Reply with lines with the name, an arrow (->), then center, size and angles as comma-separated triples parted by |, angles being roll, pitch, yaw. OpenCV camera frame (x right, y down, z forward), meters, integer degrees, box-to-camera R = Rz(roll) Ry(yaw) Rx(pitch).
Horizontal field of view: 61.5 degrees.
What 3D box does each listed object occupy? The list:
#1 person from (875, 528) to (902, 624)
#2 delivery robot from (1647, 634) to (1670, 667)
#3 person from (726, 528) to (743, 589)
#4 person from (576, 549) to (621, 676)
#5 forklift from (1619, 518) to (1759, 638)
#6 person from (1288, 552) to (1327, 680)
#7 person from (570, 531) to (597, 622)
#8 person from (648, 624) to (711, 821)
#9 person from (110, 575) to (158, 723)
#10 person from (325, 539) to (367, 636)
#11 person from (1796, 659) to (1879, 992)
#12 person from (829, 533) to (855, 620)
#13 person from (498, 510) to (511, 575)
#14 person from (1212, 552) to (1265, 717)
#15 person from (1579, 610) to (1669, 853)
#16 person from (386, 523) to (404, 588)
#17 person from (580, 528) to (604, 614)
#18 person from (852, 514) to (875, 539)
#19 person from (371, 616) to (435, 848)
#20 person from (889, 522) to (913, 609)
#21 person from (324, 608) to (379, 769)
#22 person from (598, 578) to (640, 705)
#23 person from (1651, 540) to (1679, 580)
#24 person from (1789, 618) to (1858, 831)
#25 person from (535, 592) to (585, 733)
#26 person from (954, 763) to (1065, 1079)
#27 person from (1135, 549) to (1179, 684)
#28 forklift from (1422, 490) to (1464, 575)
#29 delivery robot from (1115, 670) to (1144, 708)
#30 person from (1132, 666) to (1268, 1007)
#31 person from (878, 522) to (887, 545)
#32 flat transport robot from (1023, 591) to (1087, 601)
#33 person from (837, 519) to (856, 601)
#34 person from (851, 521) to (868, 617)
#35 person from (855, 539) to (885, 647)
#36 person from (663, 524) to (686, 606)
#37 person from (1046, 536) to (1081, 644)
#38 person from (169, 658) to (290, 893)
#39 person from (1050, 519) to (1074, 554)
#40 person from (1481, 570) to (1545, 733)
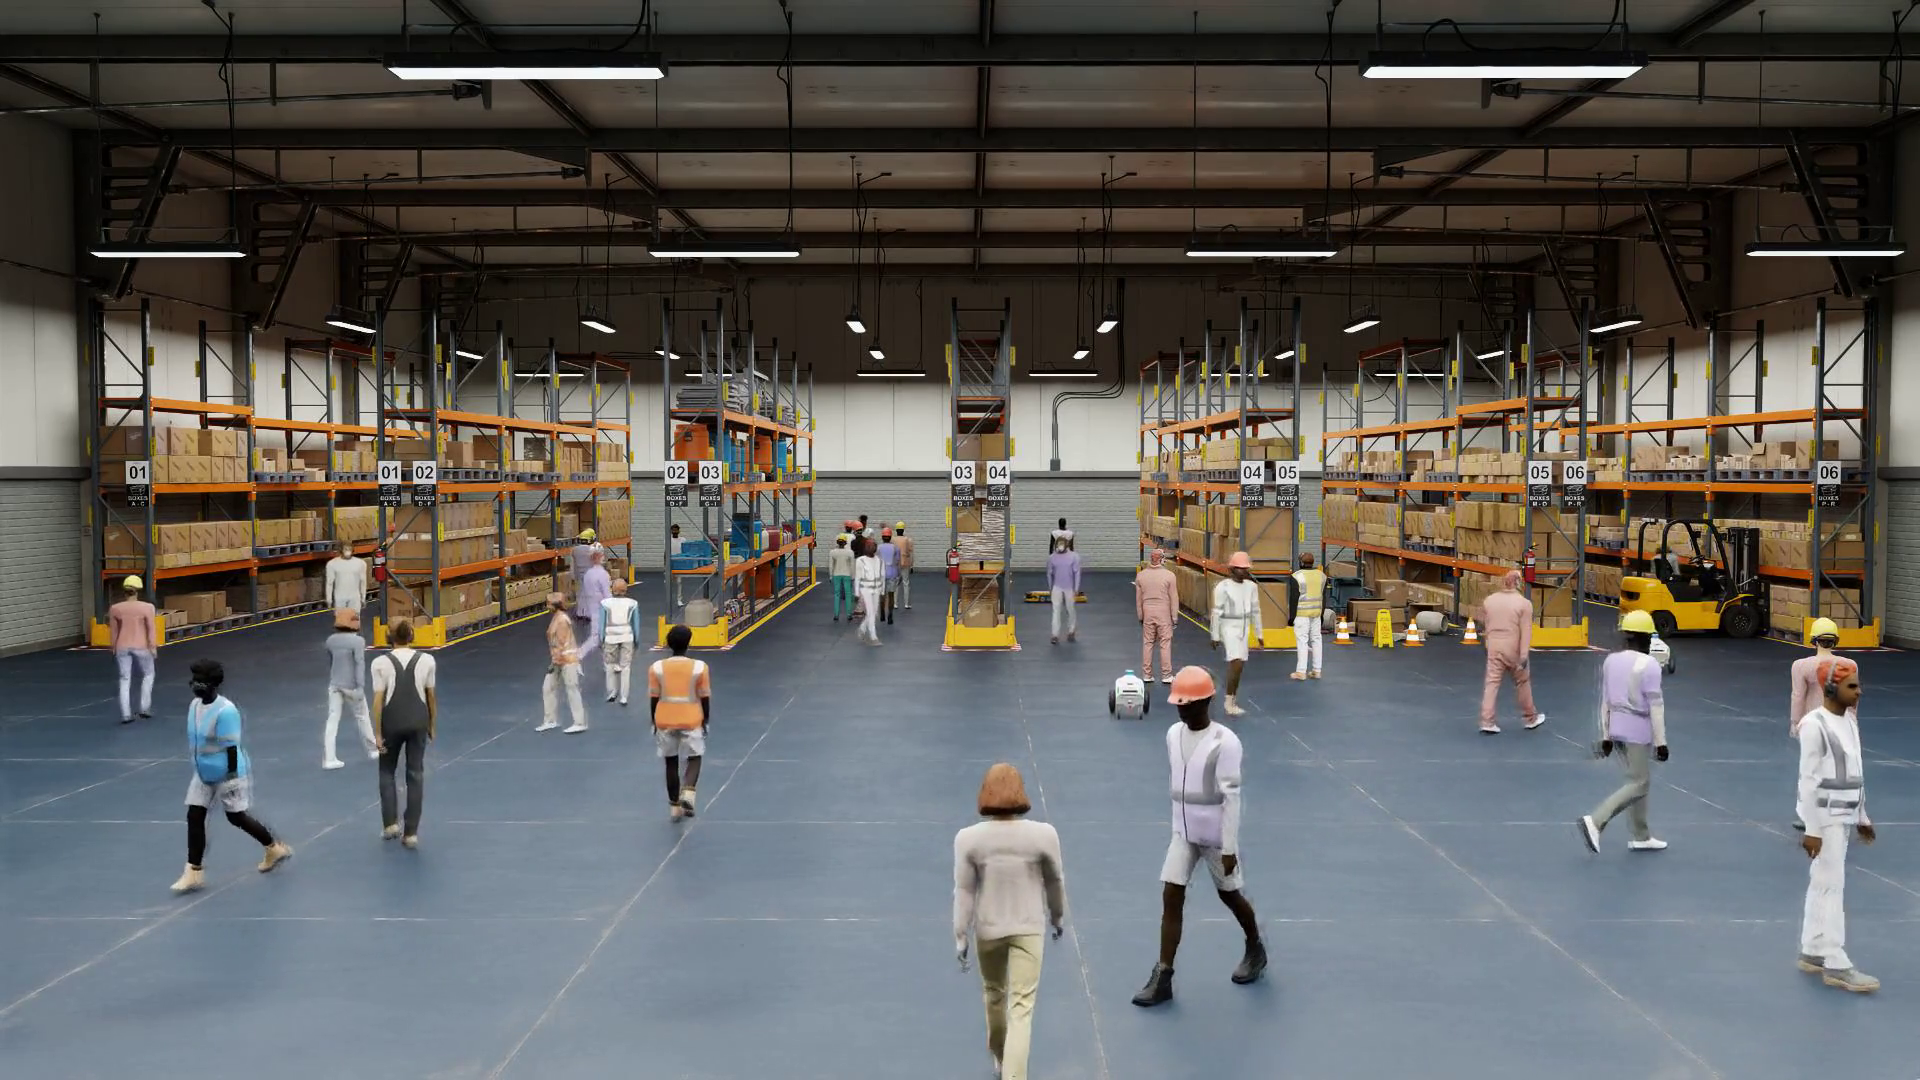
person -> -1.449, 0.706, 32.349 | 0.562, 1.896, 0.930 | 0, 2, -1
delivery robot -> 10.473, 1.662, 24.334 | 0.477, 0.478, 0.707 | 1, 2, 17
person -> -5.841, 0.371, 42.005 | 0.640, 1.805, 0.859 | 0, 2, 2
person -> -5.372, 1.060, 23.861 | 0.920, 1.870, 0.640 | -1, 3, -31
forklift -> 13.417, 0.684, 29.791 | 2.313, 2.155, 1.214 | 0, 2, 0
person -> 5.008, 1.092, 23.373 | 0.624, 1.844, 0.430 | -1, 2, -24
person -> -7.562, 0.730, 32.611 | 0.602, 1.828, 0.404 | 0, 2, 3
person -> -2.381, 1.556, 13.689 | 0.535, 1.684, 0.451 | 0, 2, -3
person -> -9.873, 1.298, 19.345 | 0.564, 1.745, 0.617 | 0, 2, -7
person -> -9.989, 0.941, 26.278 | 0.633, 1.918, 0.778 | -1, 3, -26
person -> 5.130, 1.633, 9.420 | 0.578, 1.883, 0.429 | -2, 3, -44
person -> -2.412, 0.749, 32.929 | 0.526, 1.768, 0.331 | 0, 2, -1
person -> -12.877, 0.130, 45.682 | 0.396, 1.992, 0.622 | 0, 2, 0
person -> 3.403, 1.150, 19.683 | 0.624, 2.020, 0.588 | -2, 3, -35
person -> 5.174, 1.493, 12.553 | 0.769, 1.903, 0.595 | 0, 2, -11
person -> -12.461, 0.575, 35.548 | 0.553, 1.912, 0.817 | 0, 2, -6
person -> -7.866, 0.662, 34.311 | 0.587, 1.833, 0.404 | 0, 2, 12
person -> -2.534, 0.292, 42.180 | 0.616, 1.945, 0.815 | 0, 2, -2
person -> -4.454, 1.516, 12.924 | 0.503, 1.819, 0.592 | -1, 3, -26
person -> -1.321, 0.560, 35.694 | 0.587, 1.928, 0.382 | 0, 2, 2
person -> -6.158, 1.486, 16.389 | 0.526, 1.589, 0.818 | 1, 2, 21
person -> -4.397, 1.303, 20.809 | 0.543, 1.618, 0.580 | -1, 2, -18
person -> 13.680, 0.845, 31.334 | 0.504, 1.687, 0.846 | 0, 2, 12
person -> 7.141, 1.527, 13.365 | 0.525, 1.769, 0.310 | 0, 2, 6
person -> -4.589, 1.405, 18.390 | 0.667, 1.611, 0.513 | -1, 3, -28
person -> 0.230, 1.846, 7.588 | 0.505, 1.579, 0.894 | 0, 2, 8
person -> 2.815, 1.079, 22.885 | 0.642, 1.909, 0.410 | 1, 3, 31
forklift -> 13.926, -0.371, 47.846 | 1.873, 2.768, 1.129 | 0, 2, 0
delivery robot -> 2.082, 1.841, 19.825 | 0.477, 0.478, 0.707 | 0, 2, 5
person -> 1.421, 1.647, 9.223 | 1.015, 1.893, 0.559 | -2, 3, -40
person -> -2.114, 0.291, 46.310 | 0.728, 1.615, 0.510 | 1, 3, 28
flat transport robot -> 2.214, 1.312, 37.827 | 1.431, 0.197, 0.652 | 0, 2, -5
person -> -2.596, 0.476, 37.838 | 0.581, 1.917, 0.553 | 0, 2, 7
person -> -2.106, 0.608, 33.693 | 0.391, 1.991, 0.612 | 1, 3, 30
person -> -1.589, 0.898, 28.125 | 0.583, 1.860, 0.825 | -2, 3, -35
person -> -6.419, 0.563, 36.394 | 0.535, 1.864, 0.309 | -1, 2, -15
person -> 1.843, 0.863, 28.581 | 0.635, 1.899, 1.009 | 1, 2, 13
person -> -5.278, 1.652, 11.641 | 0.550, 1.658, 0.810 | 1, 3, 29
person -> 2.613, 0.390, 41.258 | 0.589, 1.843, 1.051 | -1, 2, -21
person -> 6.313, 1.277, 18.528 | 0.980, 1.853, 0.653 | -2, 3, -41
